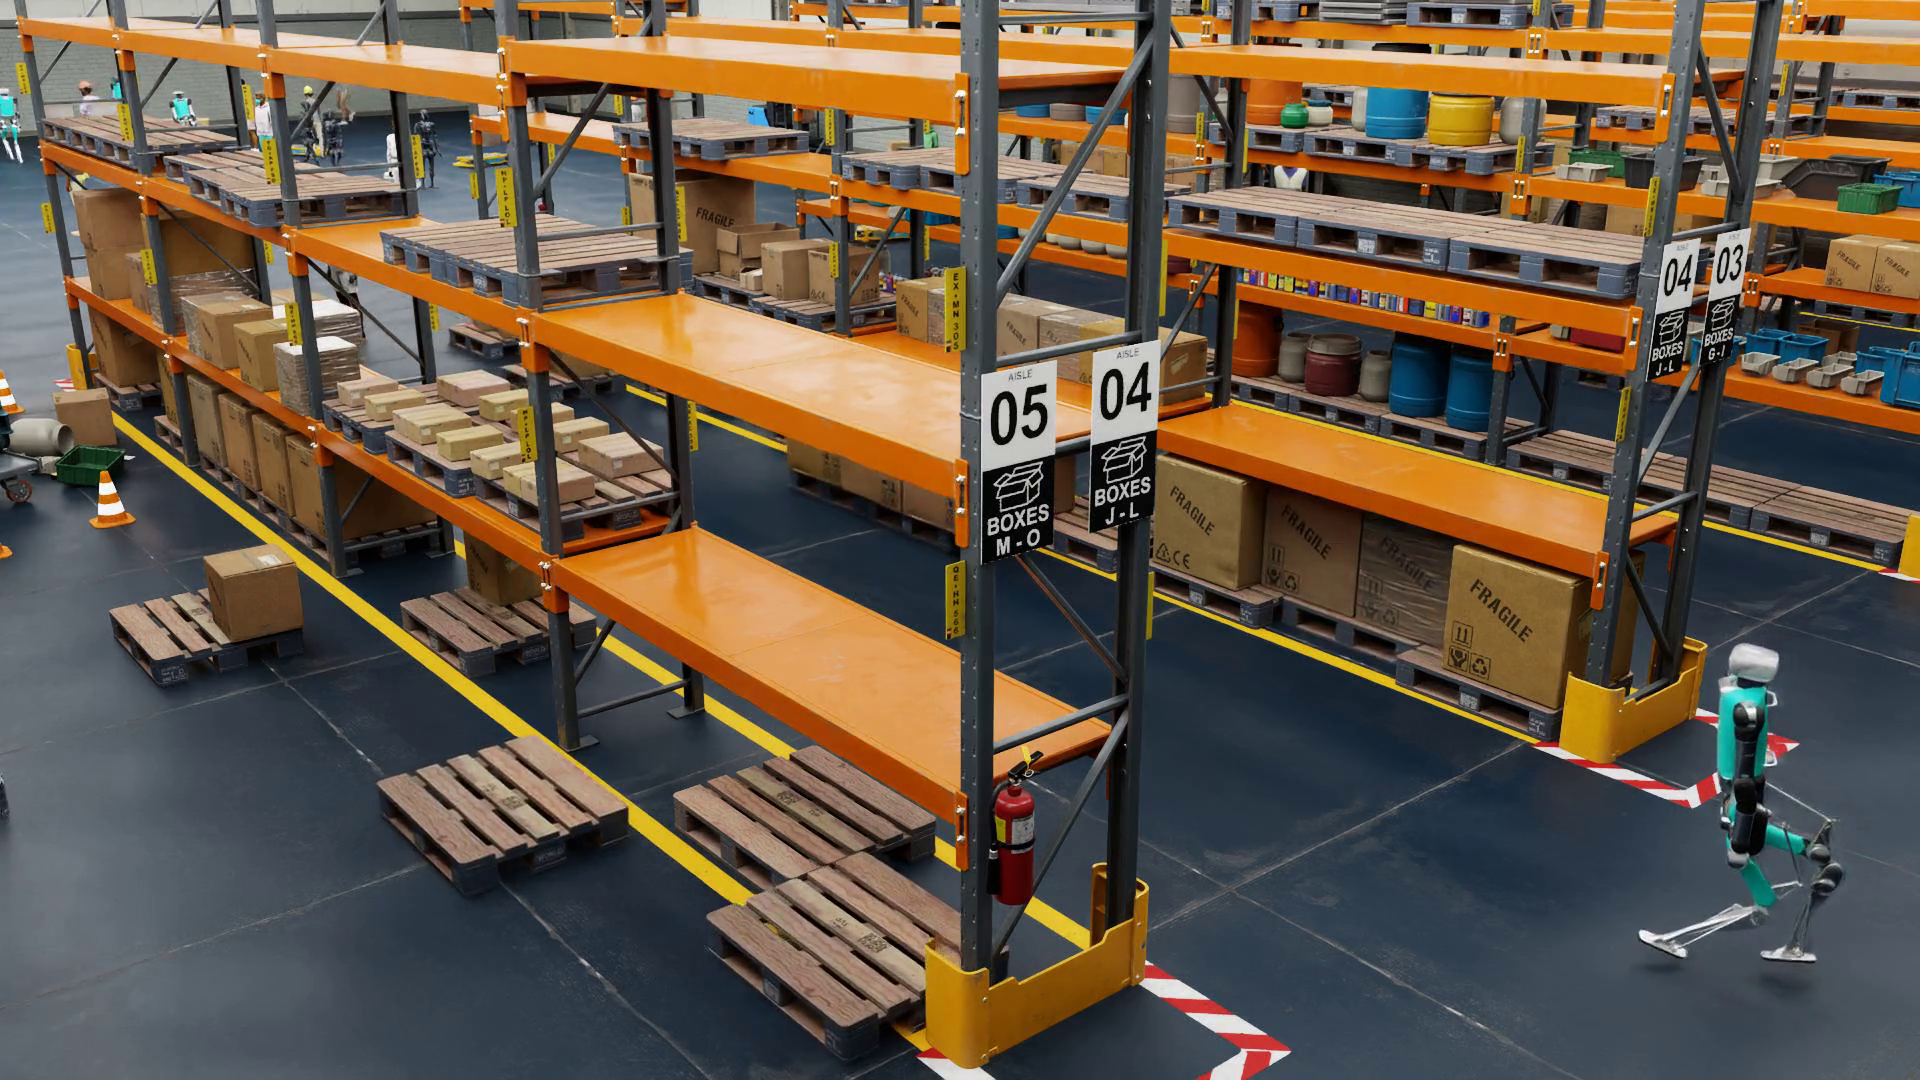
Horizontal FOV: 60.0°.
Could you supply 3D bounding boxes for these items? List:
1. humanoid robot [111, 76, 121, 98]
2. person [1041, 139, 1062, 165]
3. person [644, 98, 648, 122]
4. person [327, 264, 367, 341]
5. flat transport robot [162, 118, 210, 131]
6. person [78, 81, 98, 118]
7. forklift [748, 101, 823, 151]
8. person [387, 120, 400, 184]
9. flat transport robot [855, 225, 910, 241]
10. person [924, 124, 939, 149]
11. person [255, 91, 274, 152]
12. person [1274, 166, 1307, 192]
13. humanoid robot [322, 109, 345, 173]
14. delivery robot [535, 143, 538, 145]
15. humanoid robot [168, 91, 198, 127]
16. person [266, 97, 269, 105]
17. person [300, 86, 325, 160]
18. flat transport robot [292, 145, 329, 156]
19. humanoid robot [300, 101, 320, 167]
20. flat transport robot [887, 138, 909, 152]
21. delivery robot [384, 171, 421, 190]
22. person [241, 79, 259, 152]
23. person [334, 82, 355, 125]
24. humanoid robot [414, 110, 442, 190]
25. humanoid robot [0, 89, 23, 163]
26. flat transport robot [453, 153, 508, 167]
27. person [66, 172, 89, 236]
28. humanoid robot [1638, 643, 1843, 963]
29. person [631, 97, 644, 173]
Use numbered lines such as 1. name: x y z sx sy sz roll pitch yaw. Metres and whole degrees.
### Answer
1. humanoid robot: -22.292 -11.300 43.902 0.544 1.800 0.707 9 21 25
2. person: 1.730 -6.888 31.294 0.413 1.756 0.542 -10 22 -27
3. person: -7.936 -11.120 43.009 0.383 1.977 0.488 17 26 40
4. person: -7.960 -3.522 21.403 0.609 1.962 0.364 16 25 38
5. flat transport robot: -19.171 -9.649 41.396 0.659 0.231 1.431 -4 20 -10
6. person: -20.466 -9.735 39.060 1.078 1.973 0.646 -1 19 -4
7. forklift: -4.526 -11.368 42.374 1.129 2.768 1.873 -15 24 -37
8. person: -10.544 -7.005 31.441 0.573 1.882 0.355 4 20 10
9. flat transport robot: -1.224 -5.450 29.447 1.431 0.231 0.659 -6 20 -16
10. person: -0.618 -7.565 33.262 0.475 1.736 0.316 12 23 30
11. person: -15.562 -9.093 37.333 0.498 1.914 0.353 7 21 19
12. person: 5.323 -5.443 27.055 0.568 1.840 0.372 2 19 6
13. humanoid robot: -13.542 -8.448 35.861 0.612 1.645 0.498 9 21 24
14. delivery robot: -11.480 -10.773 44.151 0.499 0.585 0.765 -12 23 -31
15. humanoid robot: -18.198 -9.693 39.278 0.999 1.726 0.578 15 24 37
16. person: -18.543 -11.617 44.840 0.322 1.696 0.535 -8 21 -22
17. person: -15.838 -10.194 40.684 0.524 1.772 0.302 -17 26 -40
18. flat transport robot: -16.624 -9.785 41.784 1.431 0.231 0.659 2 19 7
19. humanoid robot: -14.995 -9.292 38.338 0.783 1.628 0.614 2 19 6
20. flat transport robot: -1.137 -7.997 36.694 0.659 0.231 1.431 -8 21 -21
21. delivery robot: -11.893 -7.690 35.402 0.499 0.601 0.783 7 21 19
22. person: -18.057 -10.732 42.107 0.794 1.844 0.407 10 22 27
23. person: -18.309 -13.280 49.341 0.506 1.859 0.596 13 23 33
24. humanoid robot: -11.398 -8.356 35.571 0.315 1.657 0.599 15 24 36
25. humanoid robot: -23.006 -9.988 40.194 0.542 1.798 0.825 -15 24 -36
26. flat transport robot: -11.379 -9.081 39.781 0.659 0.231 1.431 11 22 28
27. person: -15.797 -6.394 29.710 0.405 1.885 0.516 -2 20 -7
28. humanoid robot: 3.898 1.354 7.921 1.039 1.747 0.550 6 20 17
29. person: -7.340 -9.135 37.483 0.355 1.896 0.582 4 20 11
